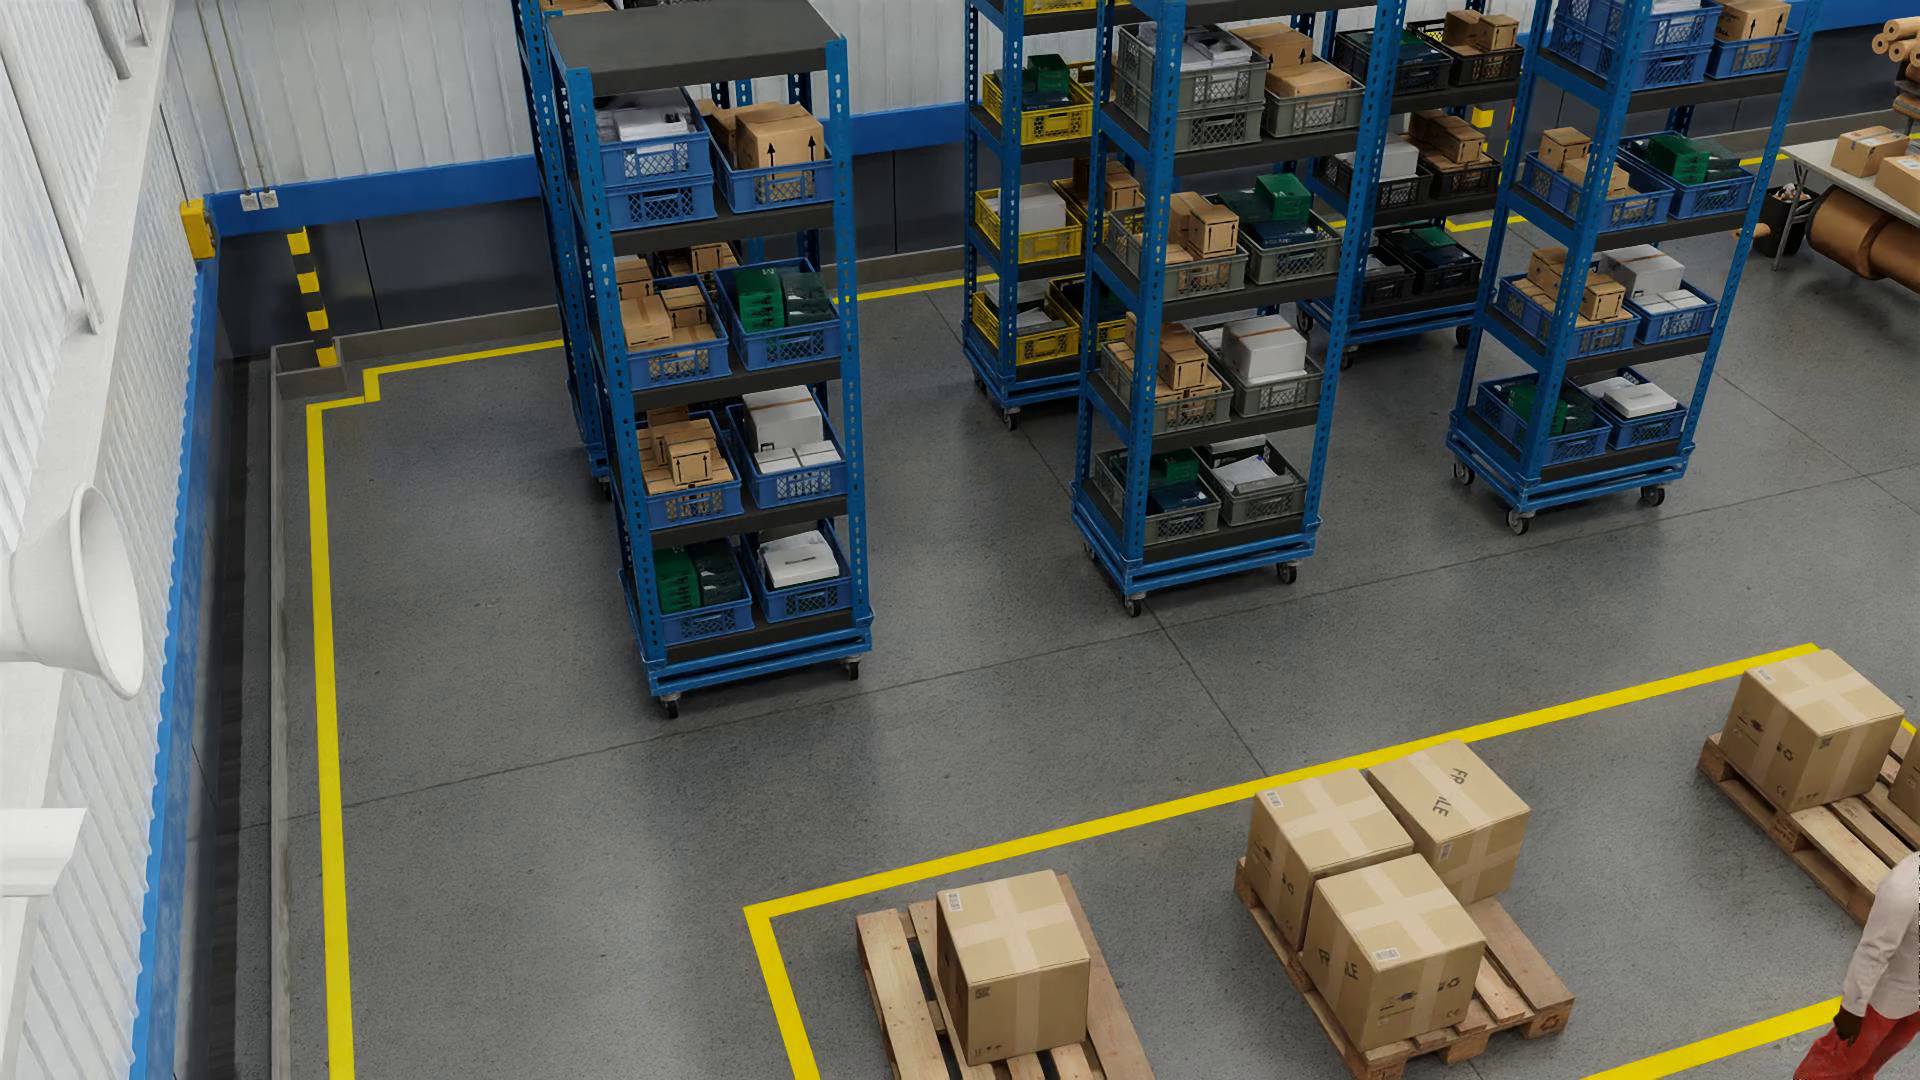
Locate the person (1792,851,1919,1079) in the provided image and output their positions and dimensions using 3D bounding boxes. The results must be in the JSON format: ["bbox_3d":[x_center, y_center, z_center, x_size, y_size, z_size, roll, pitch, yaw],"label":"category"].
[{"bbox_3d":[3.538,1.661,6.206,0.616,1.990,0.391,-14,38,-19],"label":"person"}]

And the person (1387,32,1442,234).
[{"bbox_3d":[3.622,-3.170,13.250,0.314,1.767,0.534,1,35,1],"label":"person"}]
